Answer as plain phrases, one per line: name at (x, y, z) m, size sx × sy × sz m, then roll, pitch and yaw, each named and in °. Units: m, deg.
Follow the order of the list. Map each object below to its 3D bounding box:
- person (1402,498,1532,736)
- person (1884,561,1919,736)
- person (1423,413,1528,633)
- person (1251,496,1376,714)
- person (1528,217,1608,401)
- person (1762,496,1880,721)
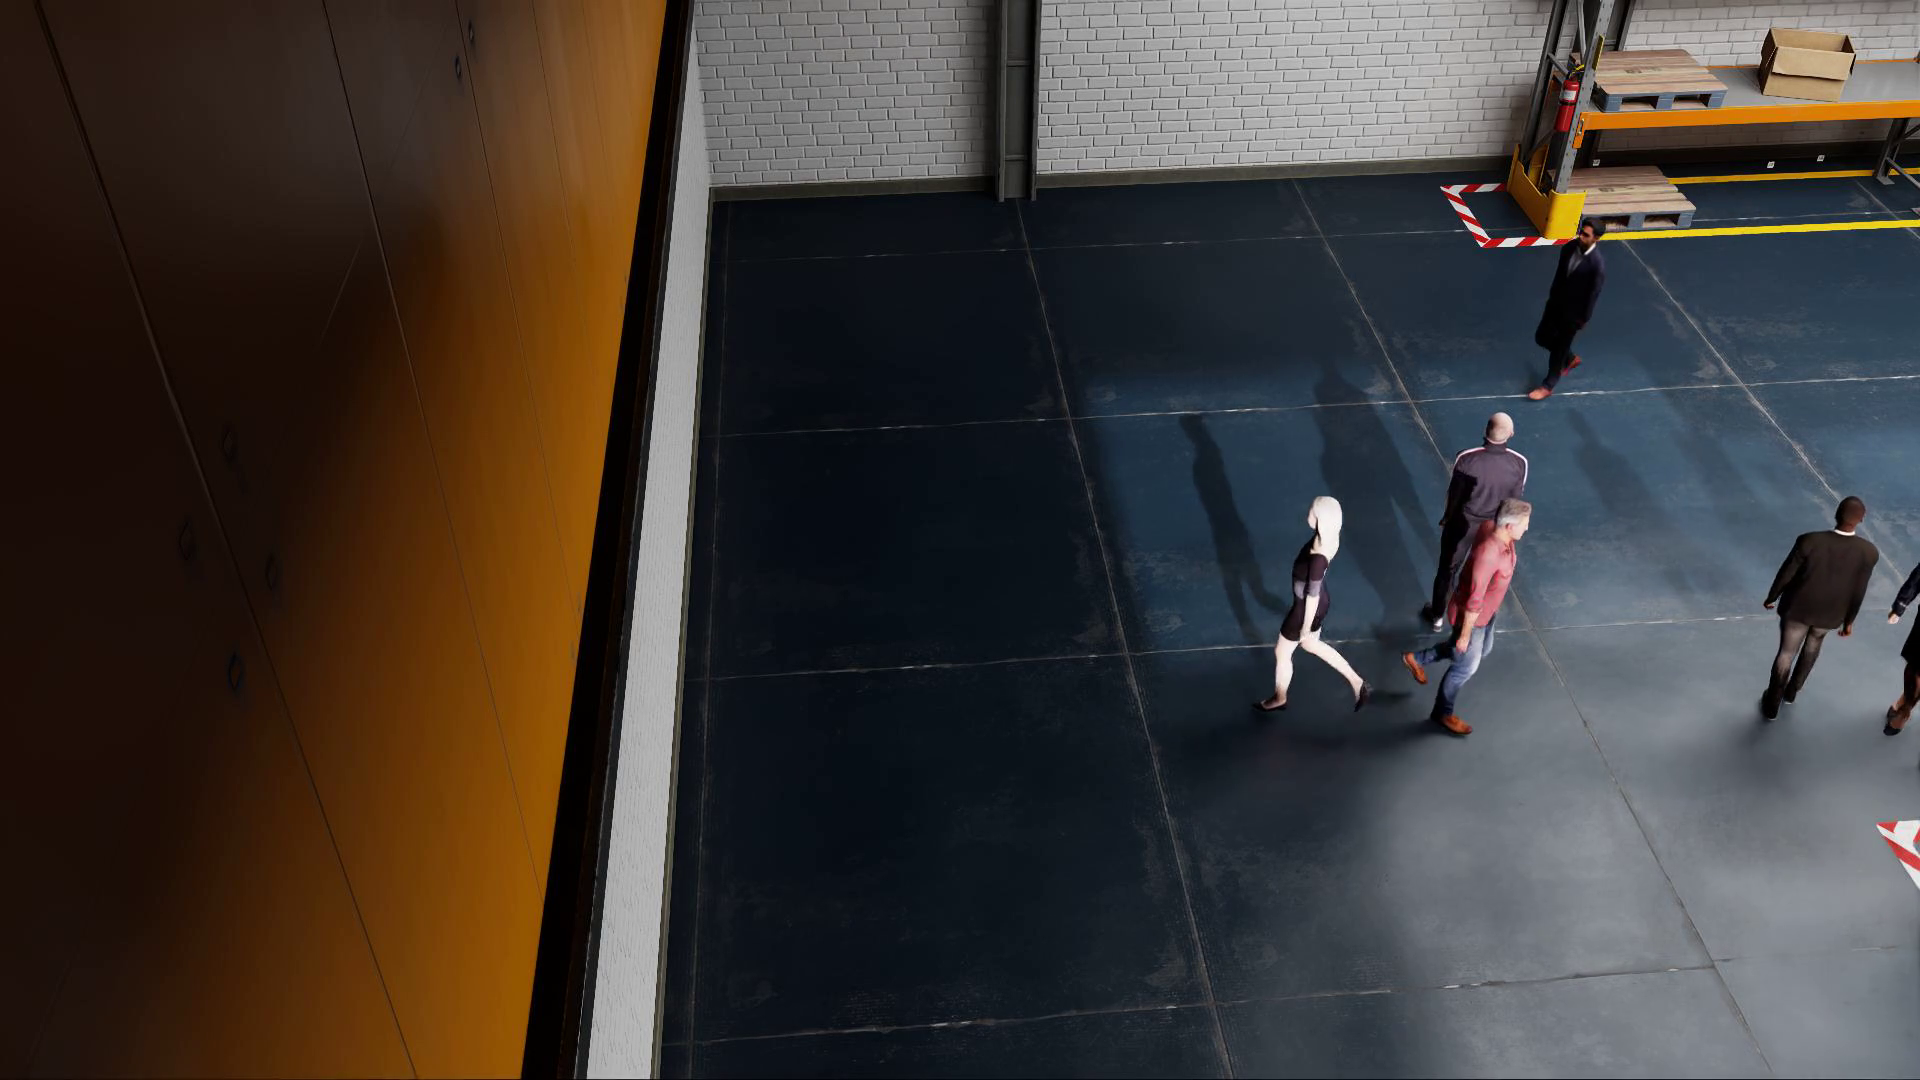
person at (3.317, 0.438, 10.975) m, size 1.006 × 1.810 × 0.939 m, roll 20°, pitch 43°, yaw 23°
person at (6.505, 0.551, 10.955) m, size 0.869 × 1.658 × 0.849 m, roll -23°, pitch 44°, yaw -26°
person at (3.617, -0.102, 11.629) m, size 0.586 × 1.837 × 0.773 m, roll 5°, pitch 39°, yaw 6°
person at (2.392, 0.489, 10.912) m, size 1.100 × 1.808 × 0.880 m, roll 13°, pitch 40°, yaw 16°
person at (5.220, -1.974, 14.067) m, size 0.881 × 1.720 × 0.789 m, roll -15°, pitch 41°, yaw -18°
person at (5.599, 0.511, 10.897) m, size 0.729 × 1.793 × 0.847 m, roll 11°, pitch 40°, yaw 13°
